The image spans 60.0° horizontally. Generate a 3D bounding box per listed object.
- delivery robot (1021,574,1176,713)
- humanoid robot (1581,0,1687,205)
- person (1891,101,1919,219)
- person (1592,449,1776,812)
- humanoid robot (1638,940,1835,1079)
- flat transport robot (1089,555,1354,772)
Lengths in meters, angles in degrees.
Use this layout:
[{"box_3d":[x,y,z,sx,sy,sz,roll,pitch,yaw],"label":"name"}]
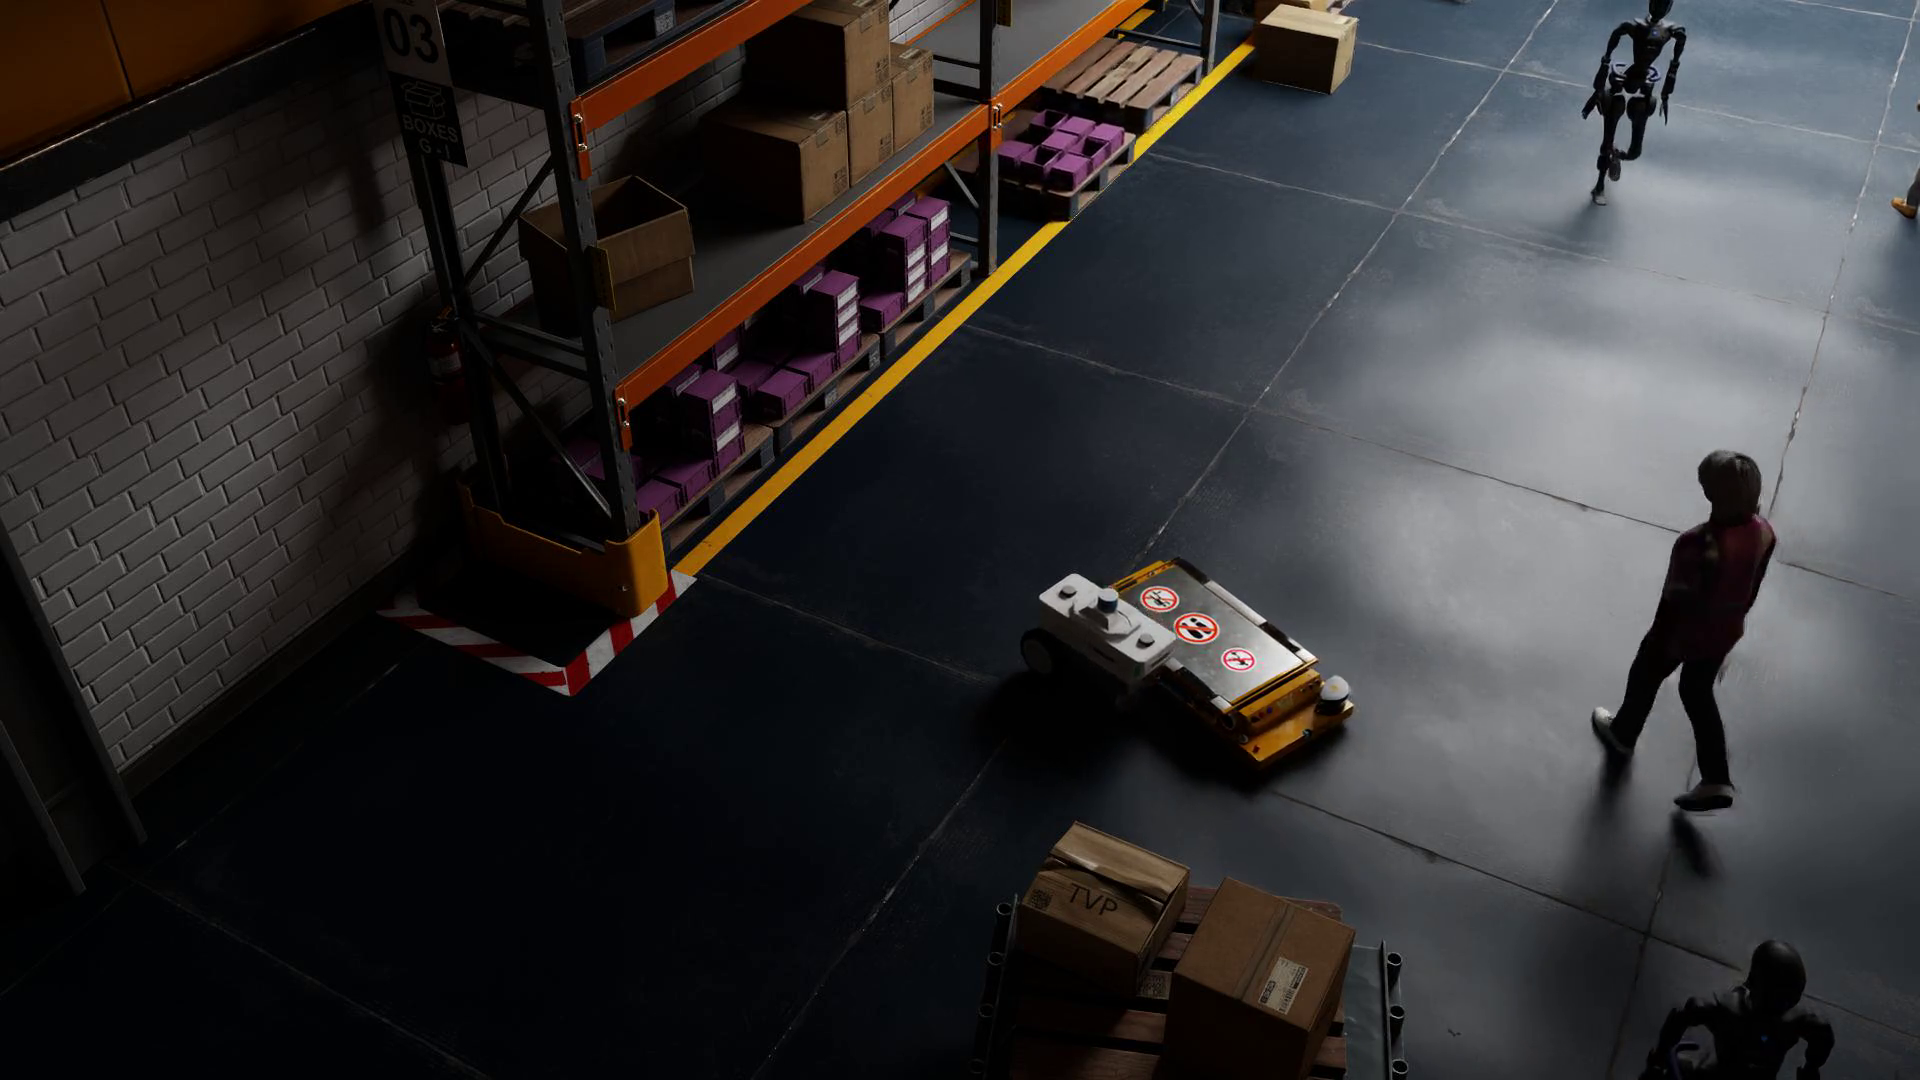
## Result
[{"box_3d":[0.713,0.487,8.393,0.517,0.609,0.781,-32,48,-33],"label":"delivery robot"},{"box_3d":[4.920,-3.318,12.241,0.616,1.637,0.508,3,39,4],"label":"humanoid robot"},{"box_3d":[7.213,-3.202,11.923,0.572,1.897,0.372,5,39,6],"label":"person"},{"box_3d":[3.336,0.431,7.451,0.562,1.816,0.774,-8,39,-10],"label":"person"},{"box_3d":[2.585,1.928,5.733,0.589,1.651,0.769,5,39,6],"label":"humanoid robot"},{"box_3d":[1.261,0.574,8.502,0.659,0.231,1.431,-25,45,-28],"label":"flat transport robot"}]
